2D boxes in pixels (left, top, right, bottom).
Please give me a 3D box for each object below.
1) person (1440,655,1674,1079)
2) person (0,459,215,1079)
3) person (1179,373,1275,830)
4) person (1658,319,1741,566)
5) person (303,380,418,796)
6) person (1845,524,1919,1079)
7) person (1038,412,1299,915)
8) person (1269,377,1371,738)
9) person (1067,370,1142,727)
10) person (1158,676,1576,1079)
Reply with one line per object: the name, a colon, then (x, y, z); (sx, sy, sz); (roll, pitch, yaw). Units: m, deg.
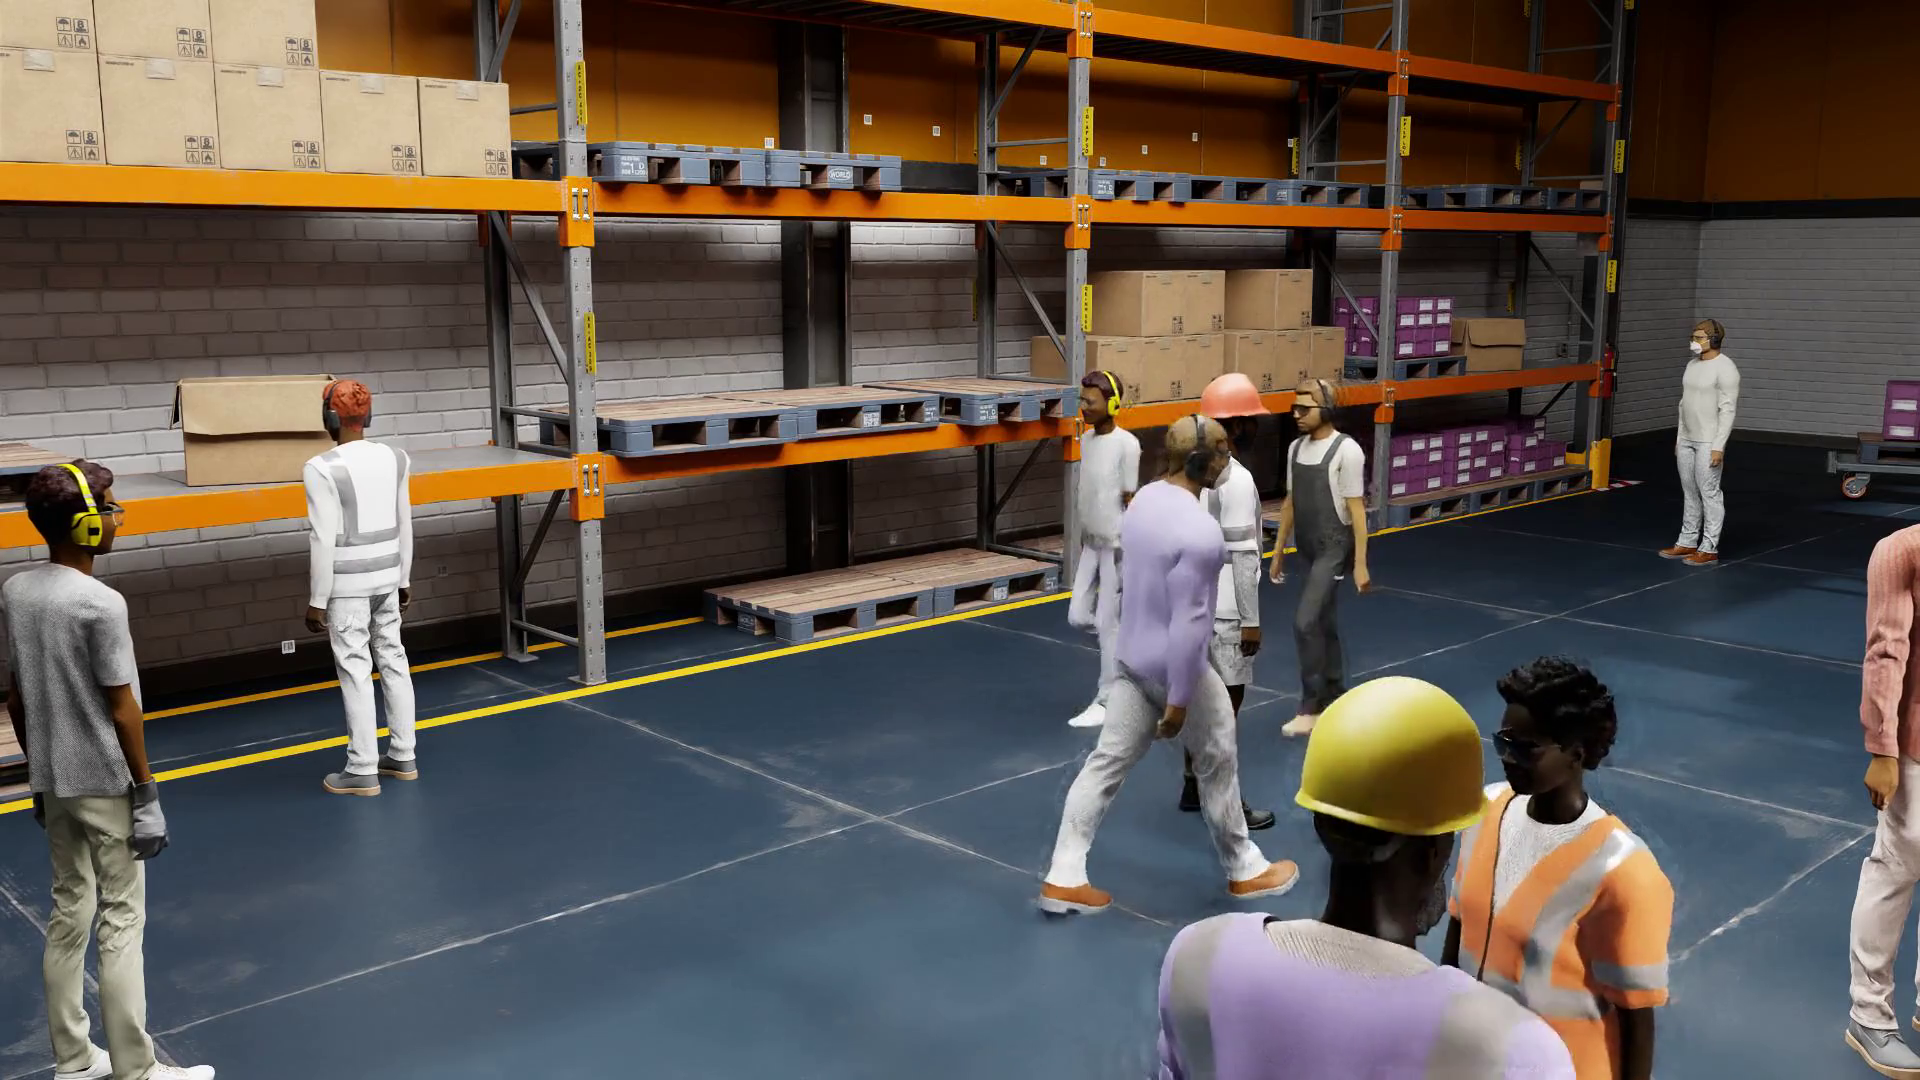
person: (1.201, 1.043, 3.366); (0.835, 1.665, 0.533); (-3, 10, -15)
person: (-2.456, 0.702, 4.729); (0.514, 1.872, 0.328); (5, 11, 25)
person: (1.136, 0.262, 7.097); (0.349, 1.942, 0.545); (-3, 10, -17)
person: (5.863, -0.769, 13.144); (0.372, 1.940, 0.631); (-1, 10, -9)
person: (-2.717, 0.214, 7.544); (0.339, 1.882, 0.584); (5, 11, 26)
person: (2.954, 0.601, 4.954); (0.612, 1.995, 0.379); (-3, 10, -16)
person: (0.763, 0.469, 6.107); (1.061, 1.886, 0.641); (-4, 11, -23)
person: (1.765, 0.093, 8.409); (0.647, 1.822, 0.558); (-4, 11, -25)
person: (0.803, 0.044, 8.627); (0.505, 1.859, 0.514); (-6, 11, -31)
person: (0.586, 1.102, 2.320); (0.612, 1.884, 0.925); (8, 12, 39)
